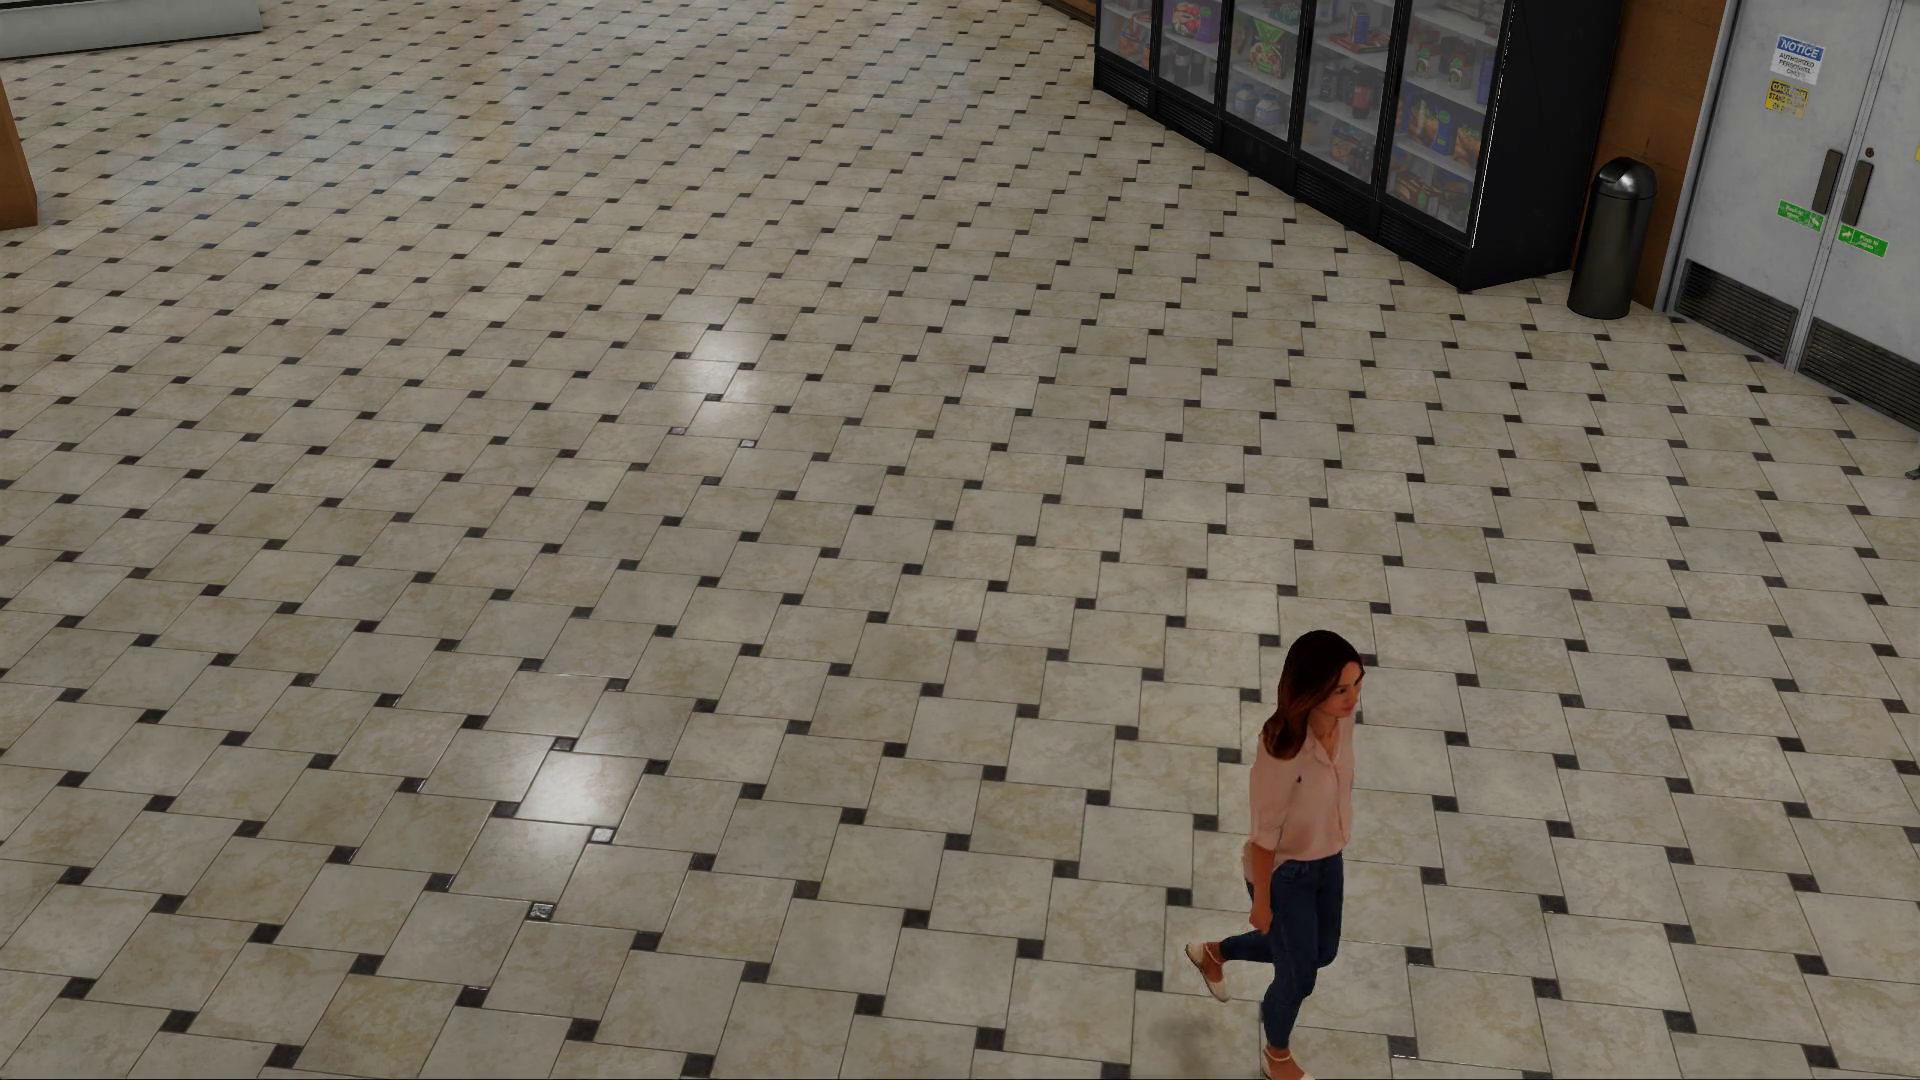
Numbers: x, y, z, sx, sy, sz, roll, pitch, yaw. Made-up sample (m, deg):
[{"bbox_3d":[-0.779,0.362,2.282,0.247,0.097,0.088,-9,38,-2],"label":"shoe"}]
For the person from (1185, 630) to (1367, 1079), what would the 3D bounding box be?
[{"bbox_3d":[0.974,0.978,5.141,0.880,1.776,0.832,-27,41,-36],"label":"person"}]
